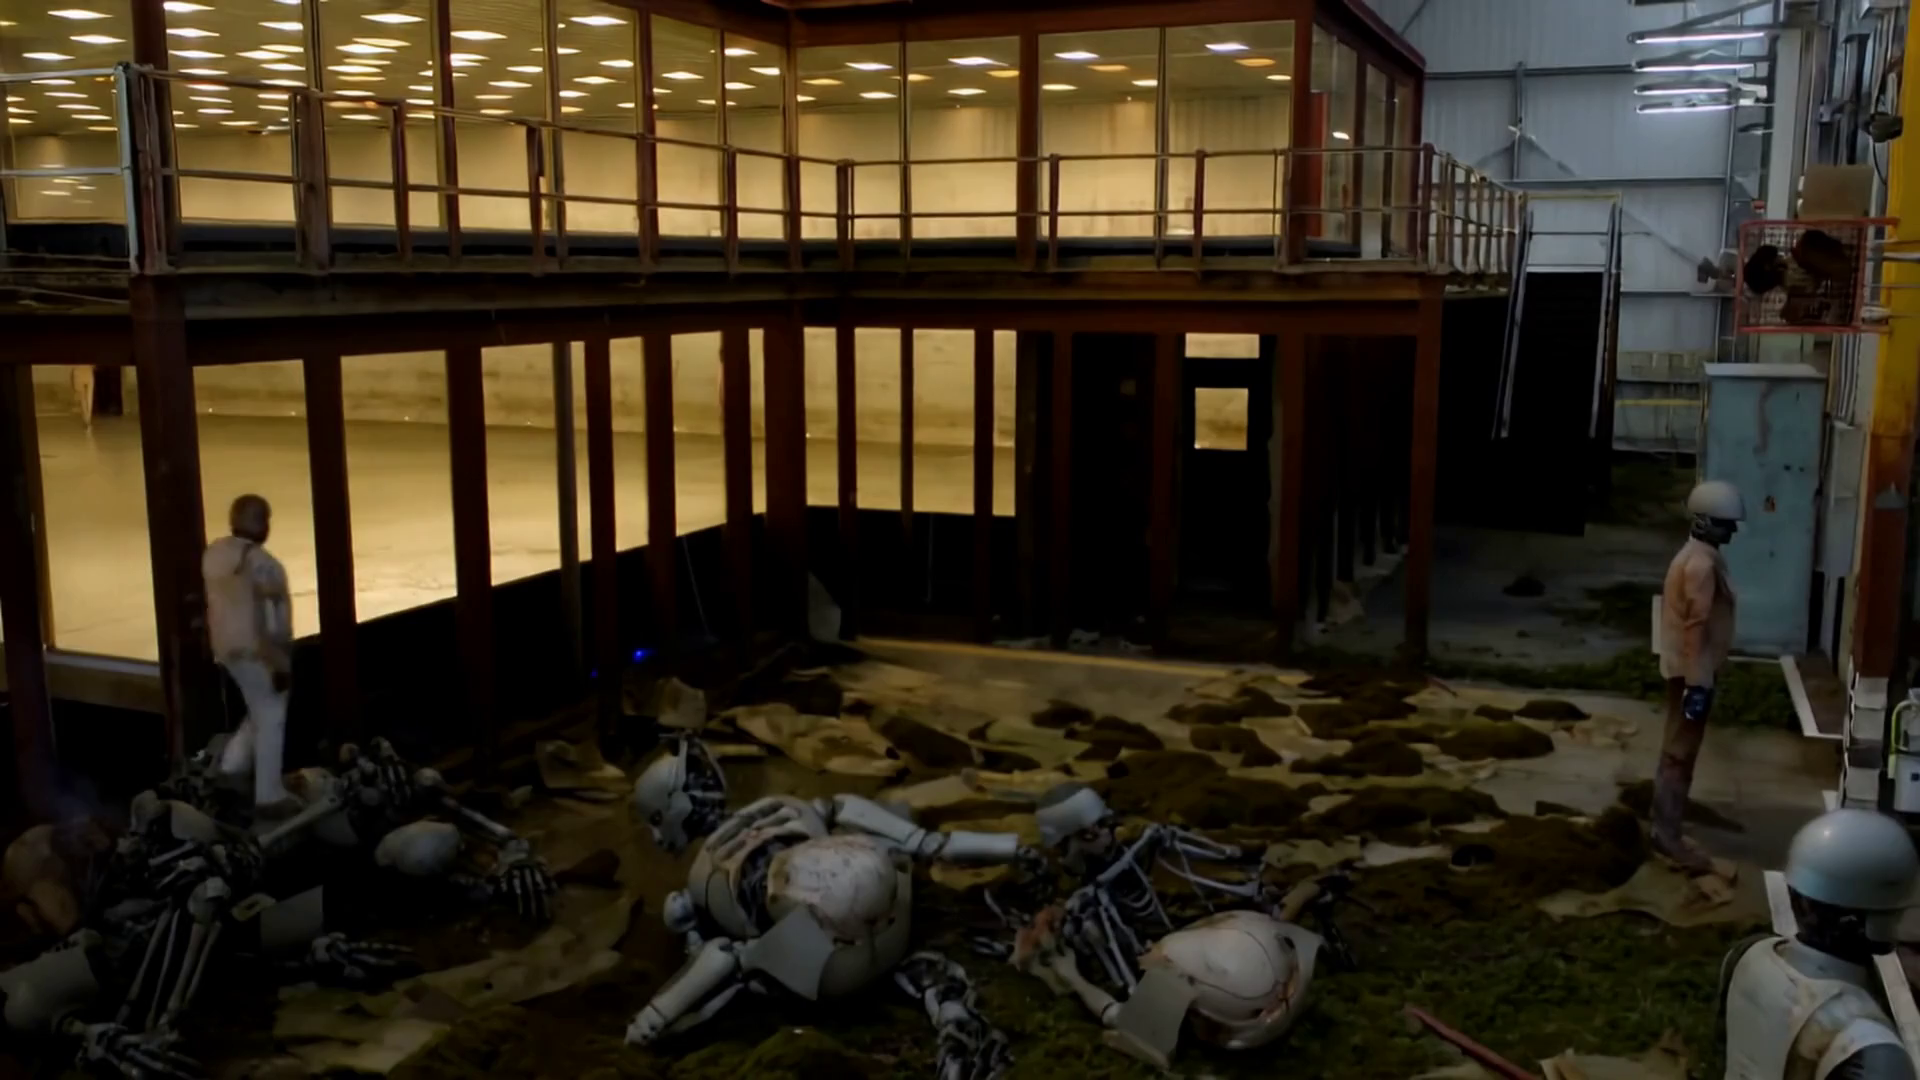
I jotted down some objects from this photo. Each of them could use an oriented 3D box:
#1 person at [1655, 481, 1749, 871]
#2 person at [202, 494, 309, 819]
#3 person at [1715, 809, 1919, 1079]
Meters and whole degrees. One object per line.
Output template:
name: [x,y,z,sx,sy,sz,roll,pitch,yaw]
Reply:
person: [3.804,0.683,8.588,0.380,1.993,0.610,5,10,28]
person: [-3.939,0.655,9.308,0.678,1.817,0.442,8,12,40]
person: [1.826,1.518,3.574,0.388,1.947,0.611,0,9,-1]
